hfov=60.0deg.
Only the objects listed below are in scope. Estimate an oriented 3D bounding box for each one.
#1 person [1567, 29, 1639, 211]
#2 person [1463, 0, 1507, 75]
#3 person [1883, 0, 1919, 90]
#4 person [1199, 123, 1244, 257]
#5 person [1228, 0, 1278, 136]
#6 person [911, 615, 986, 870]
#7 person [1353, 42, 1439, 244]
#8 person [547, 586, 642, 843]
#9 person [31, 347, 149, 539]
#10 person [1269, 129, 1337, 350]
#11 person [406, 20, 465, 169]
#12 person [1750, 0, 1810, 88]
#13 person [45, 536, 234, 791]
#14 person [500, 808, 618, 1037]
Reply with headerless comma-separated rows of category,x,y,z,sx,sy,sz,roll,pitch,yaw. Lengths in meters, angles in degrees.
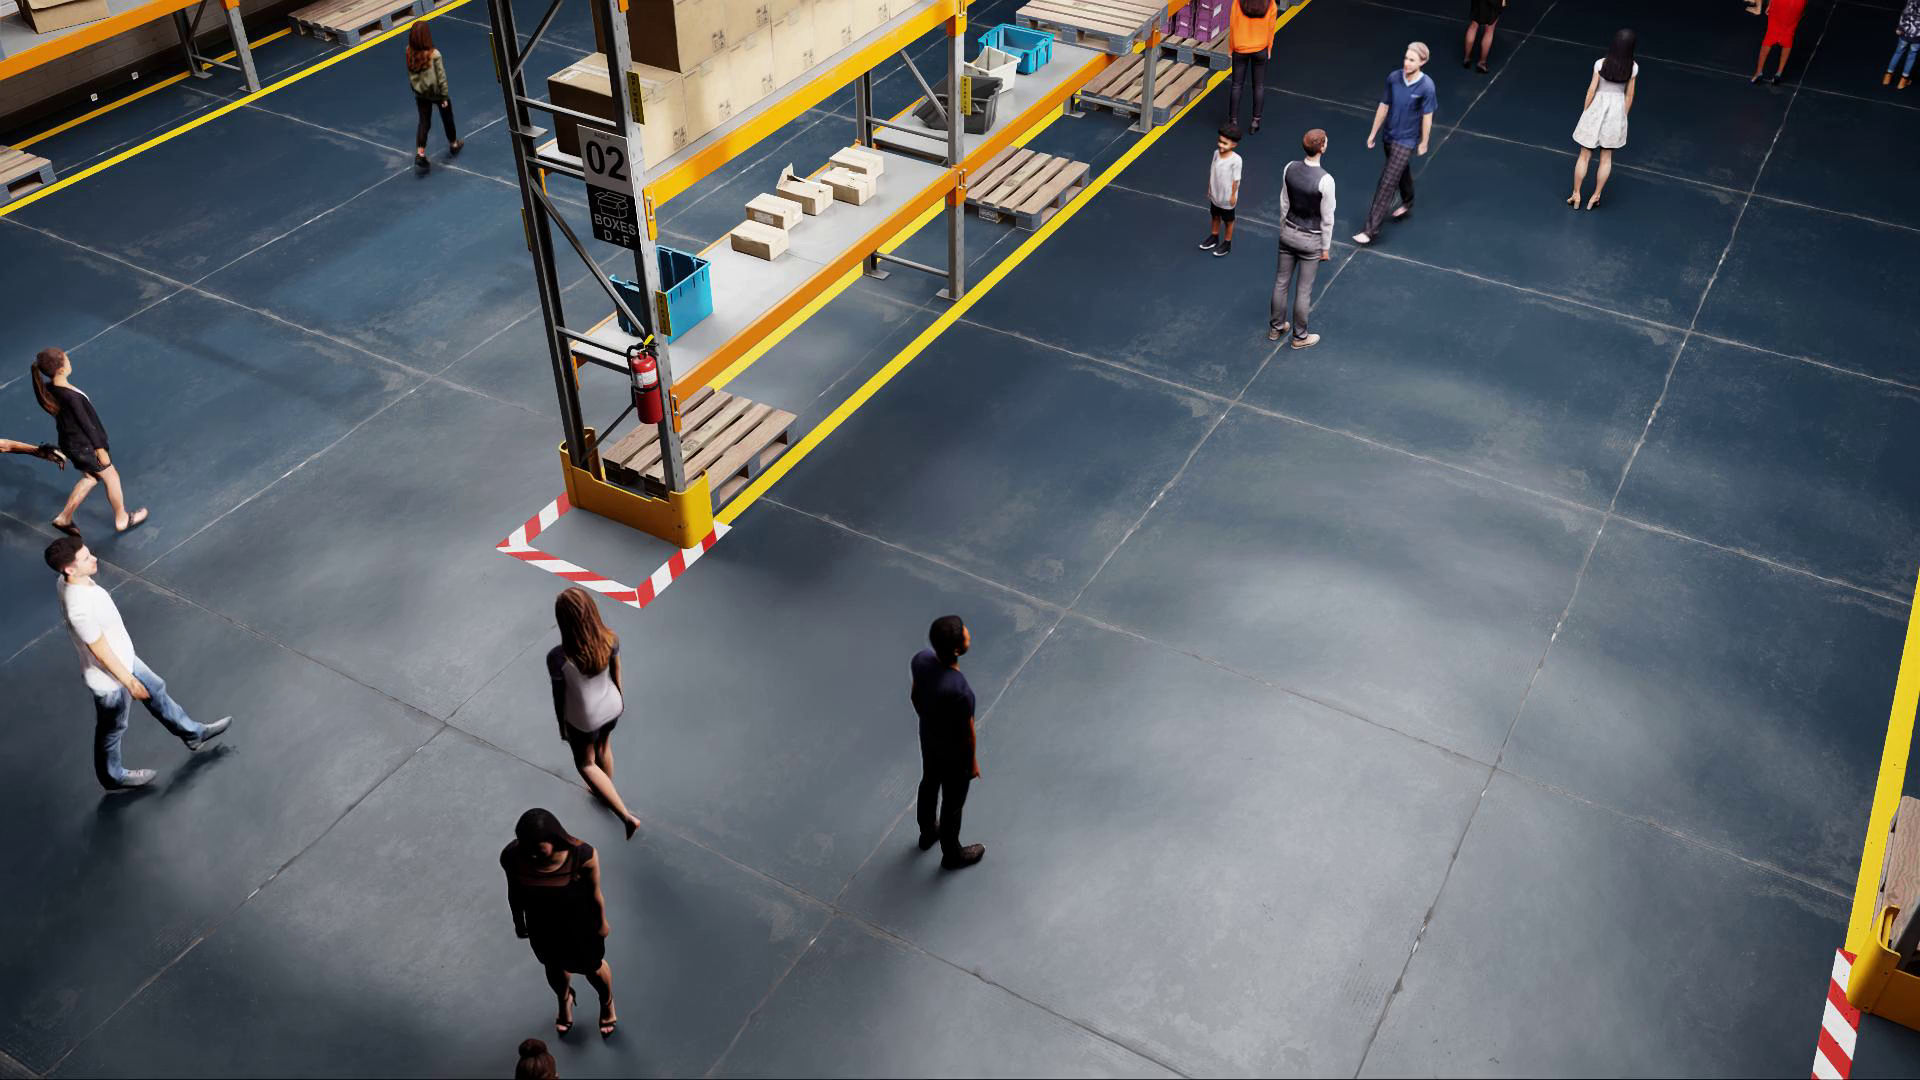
person,6.101,-3.974,15.748,0.713,1.775,0.715,10,40,12
person,5.830,-6.001,18.341,0.578,1.706,0.635,-32,48,-33
person,10.441,-5.582,18.185,0.538,1.246,0.526,31,48,33
person,2.426,-3.220,15.219,0.552,1.257,0.529,-32,48,-34
person,2.984,-5.014,17.072,0.696,1.747,0.687,4,39,5
person,-0.090,1.130,9.344,0.653,1.791,0.714,-27,46,-29
person,4.119,-3.709,15.385,1.311,1.815,0.967,-28,46,-30
person,-2.060,1.033,9.534,0.944,1.706,0.848,-29,47,-31
person,-6.271,-0.639,11.761,0.561,1.539,0.857,23,44,26
person,2.834,-2.503,13.775,0.661,1.938,0.711,-32,48,-33
person,-5.311,-4.411,16.556,0.769,1.449,1.050,8,39,10
person,8.974,-5.776,18.030,0.620,1.744,0.589,8,39,10
person,-5.091,0.768,9.769,1.167,1.827,1.037,-16,41,-20
person,-2.005,1.933,8.402,0.742,1.712,0.757,2,39,2
